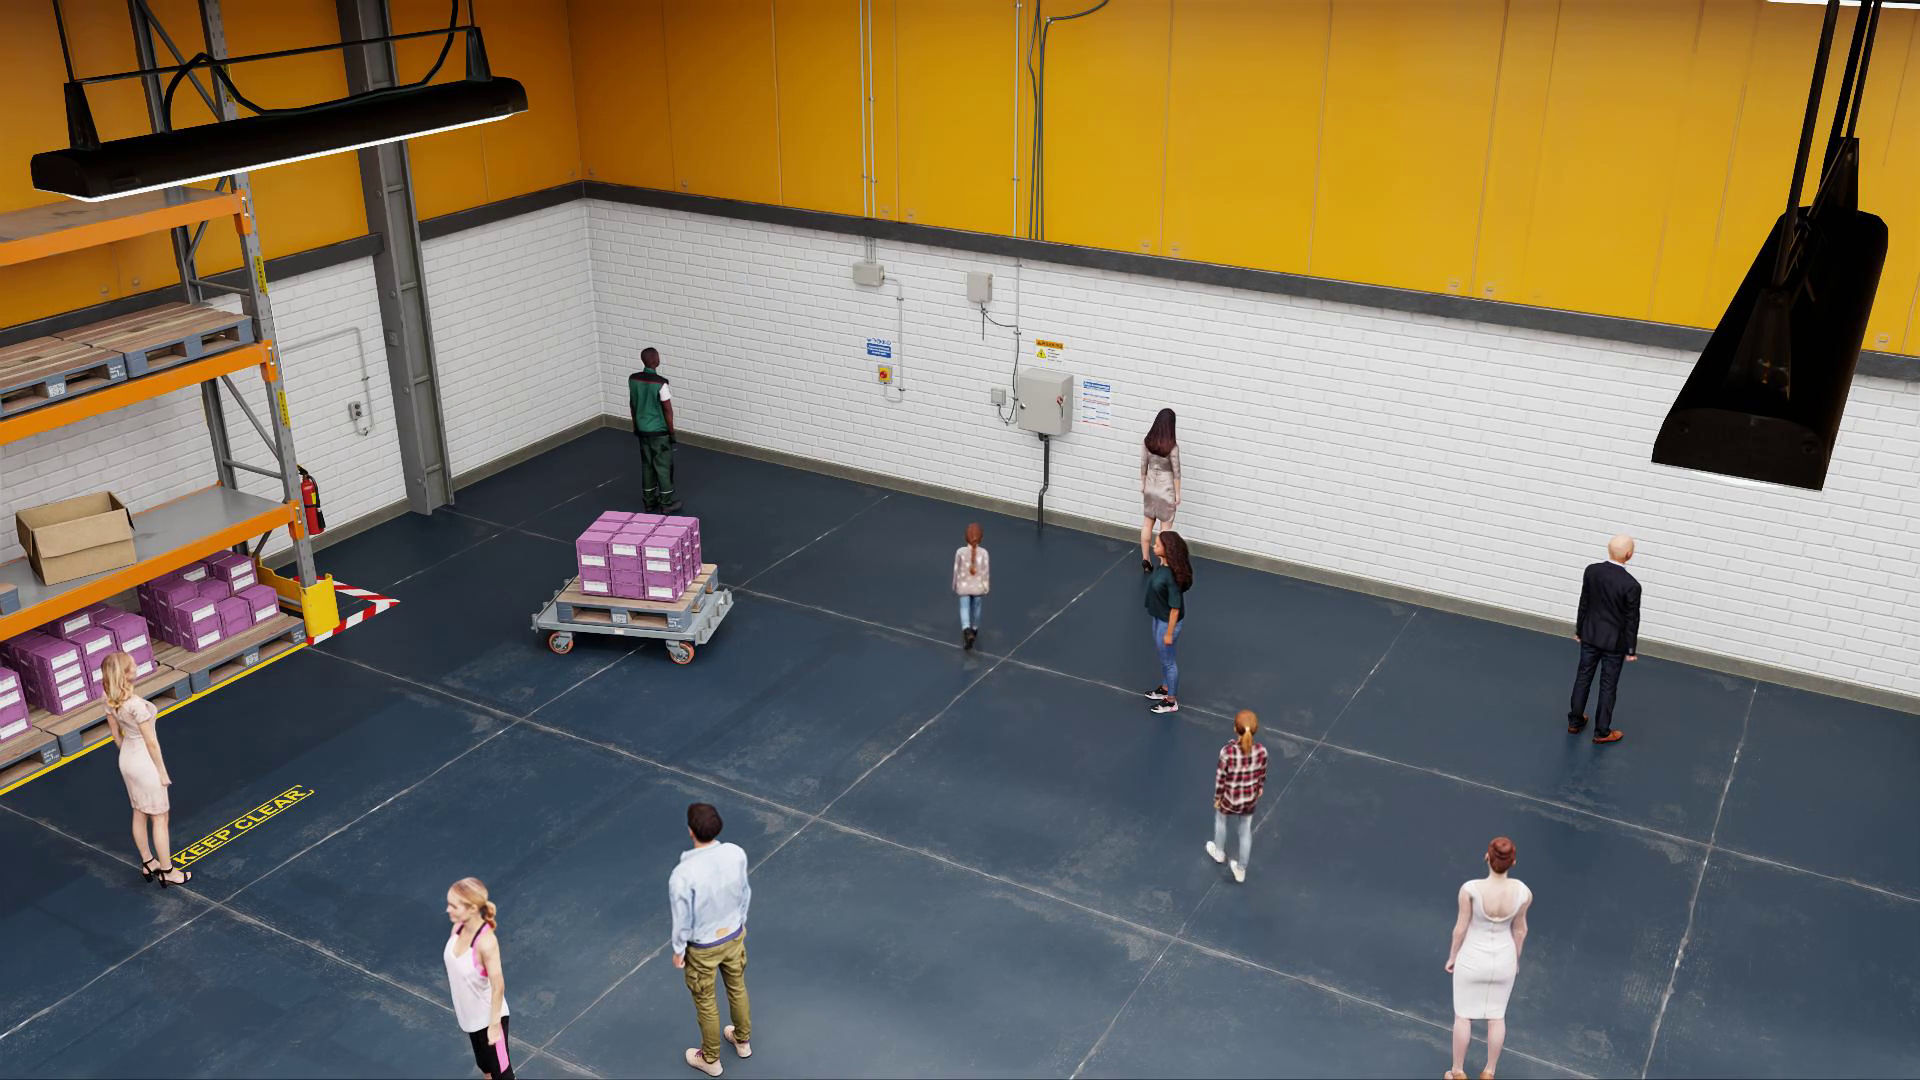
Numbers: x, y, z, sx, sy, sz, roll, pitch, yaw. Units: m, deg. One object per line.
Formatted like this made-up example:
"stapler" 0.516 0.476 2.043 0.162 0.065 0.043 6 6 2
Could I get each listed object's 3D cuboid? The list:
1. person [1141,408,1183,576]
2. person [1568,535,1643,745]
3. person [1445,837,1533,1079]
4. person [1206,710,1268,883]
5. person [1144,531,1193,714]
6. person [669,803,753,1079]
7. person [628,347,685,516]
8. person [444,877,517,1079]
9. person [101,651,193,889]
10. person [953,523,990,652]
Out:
"person" 1.968 -0.465 16.365 0.633 1.744 0.562 18 30 36
"person" 5.209 0.787 13.433 0.717 1.800 0.752 -18 29 -35
"person" 3.030 2.462 9.609 0.646 1.793 0.628 2 24 4
"person" 1.979 1.826 11.691 0.734 1.291 0.804 -3 24 -8
"person" 1.736 0.675 13.918 0.767 1.615 0.681 -1 24 -1
"person" -1.463 2.349 9.845 0.615 1.812 0.797 -20 31 -38
"person" -3.294 -1.183 17.891 0.692 1.838 0.591 11 26 24
"person" -2.633 2.627 9.238 0.627 1.788 0.664 -20 30 -38
"person" -5.692 1.592 11.552 0.570 1.830 0.485 13 27 27
"person" 0.093 0.430 15.018 0.716 1.185 0.840 -1 24 -2
